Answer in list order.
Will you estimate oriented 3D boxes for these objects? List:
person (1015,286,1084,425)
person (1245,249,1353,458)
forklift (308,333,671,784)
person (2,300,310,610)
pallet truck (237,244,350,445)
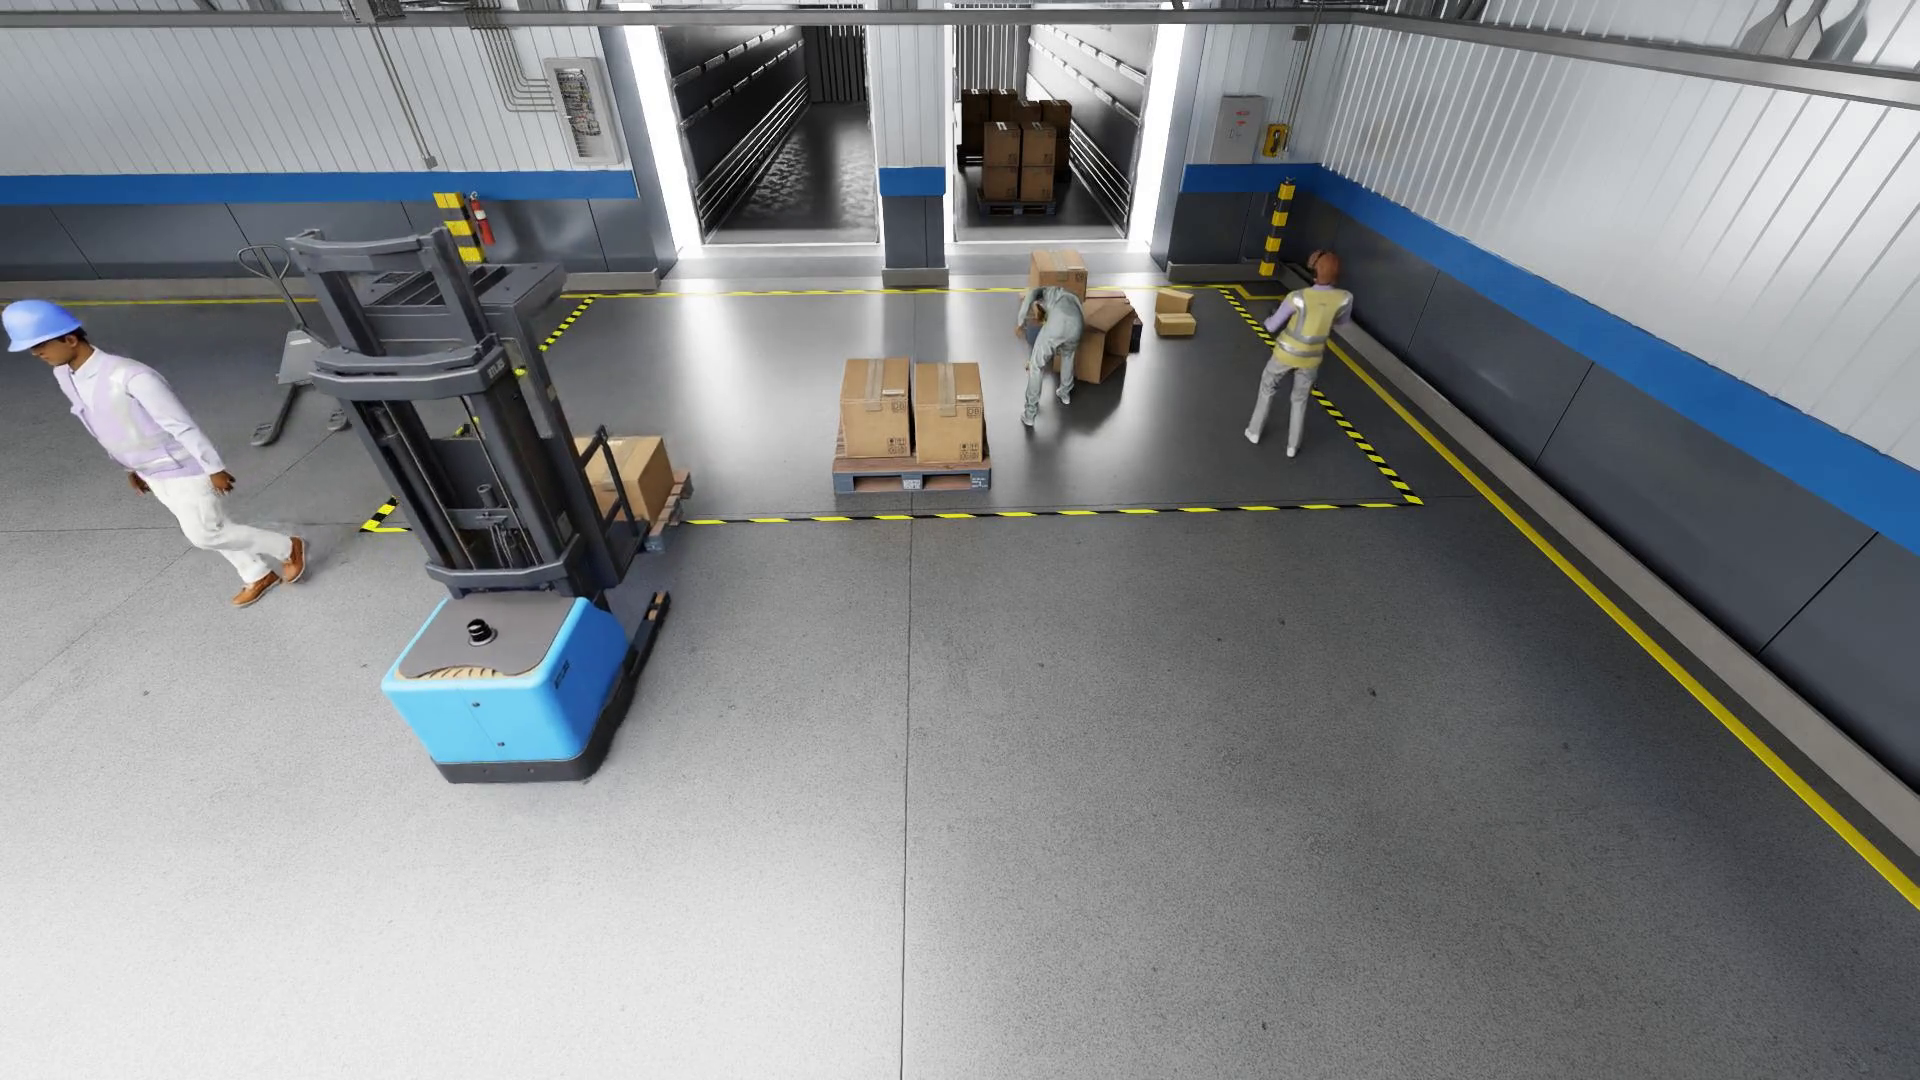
[{"bbox_3d":[0.733,-1.700,6.464,0.654,1.073,0.847,-14,41,-17],"label":"person"},{"bbox_3d":[2.643,-1.494,5.774,0.598,1.609,0.659,5,39,6],"label":"person"},{"bbox_3d":[-2.180,0.157,3.338,0.716,2.013,0.776,-1,38,-1],"label":"forklift"},{"bbox_3d":[-4.467,-0.445,4.187,0.597,1.928,0.513,10,40,13],"label":"person"},{"bbox_3d":[-5.915,-1.733,6.366,0.680,1.201,1.601,-18,42,-21],"label":"pallet truck"}]
